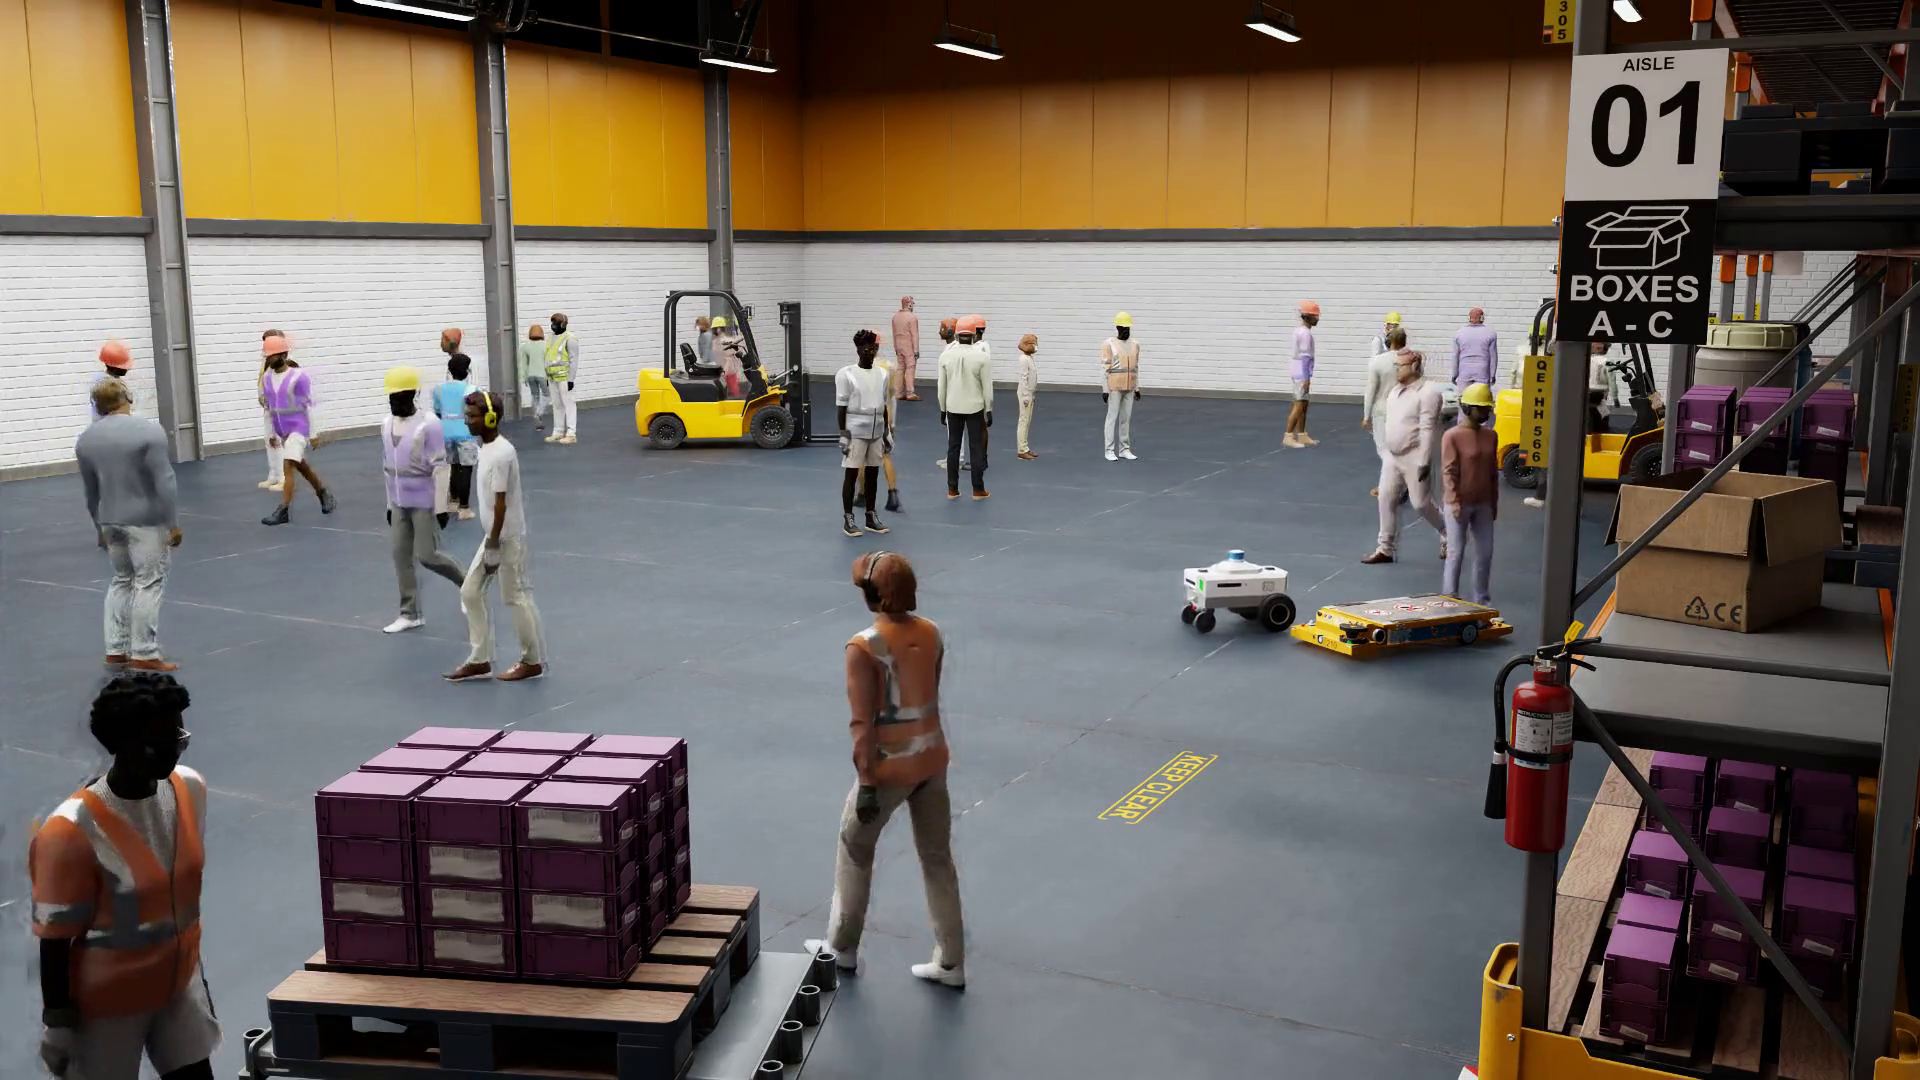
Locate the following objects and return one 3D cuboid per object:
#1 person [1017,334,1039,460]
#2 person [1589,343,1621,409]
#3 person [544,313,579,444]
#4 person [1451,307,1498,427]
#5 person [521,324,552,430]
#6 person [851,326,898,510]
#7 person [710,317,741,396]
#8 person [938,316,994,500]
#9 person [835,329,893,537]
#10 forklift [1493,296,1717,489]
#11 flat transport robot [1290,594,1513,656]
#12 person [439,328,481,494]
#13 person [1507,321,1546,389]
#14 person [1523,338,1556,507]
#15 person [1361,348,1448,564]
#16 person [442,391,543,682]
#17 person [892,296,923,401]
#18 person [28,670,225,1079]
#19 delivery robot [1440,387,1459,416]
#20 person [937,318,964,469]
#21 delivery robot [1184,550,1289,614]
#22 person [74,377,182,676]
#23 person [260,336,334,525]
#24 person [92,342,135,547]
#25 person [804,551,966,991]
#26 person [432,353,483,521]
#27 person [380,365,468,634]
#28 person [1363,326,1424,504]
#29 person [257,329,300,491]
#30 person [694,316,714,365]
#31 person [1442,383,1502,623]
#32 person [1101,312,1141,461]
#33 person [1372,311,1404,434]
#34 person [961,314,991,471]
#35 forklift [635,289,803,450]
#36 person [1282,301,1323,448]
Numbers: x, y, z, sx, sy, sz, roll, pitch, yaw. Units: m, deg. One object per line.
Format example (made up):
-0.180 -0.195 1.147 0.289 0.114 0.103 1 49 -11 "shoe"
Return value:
0.889 -1.871 21.746 0.285 1.632 0.498 2 10 11 "person"
8.287 -1.816 21.548 0.836 1.594 0.519 -3 10 -19 "person"
-5.658 -2.284 23.534 0.636 1.843 0.429 8 13 39 "person"
7.444 -2.407 24.074 0.639 1.902 0.407 4 11 22 "person"
-6.377 -2.450 25.105 0.529 1.618 0.430 2 10 10 "person"
-0.913 -1.259 17.416 0.551 1.952 0.509 -5 11 -28 "person"
-3.587 -2.573 25.553 0.523 1.722 0.915 8 12 38 "person"
0.067 -1.432 18.140 0.622 1.996 0.370 3 10 16 "person"
-0.910 -1.025 15.876 0.600 1.967 0.368 -8 12 -38 "person"
7.296 -1.677 18.993 2.313 2.155 1.214 5 11 27 "forklift"
3.067 0.573 11.533 1.431 0.197 0.652 -5 11 -26 "flat transport robot"
-5.537 -1.436 18.559 0.724 1.864 0.590 -3 10 -15 "person"
7.506 -1.977 21.847 0.407 1.818 0.637 -9 13 -42 "person"
6.215 -1.185 17.279 0.505 1.813 0.886 -4 11 -21 "person"
3.937 -0.721 14.378 0.819 1.882 0.642 -5 11 -25 "person"
-2.958 -0.002 10.304 0.749 1.841 0.572 -5 11 -25 "person"
-0.943 -3.475 30.236 0.409 1.906 0.651 -8 13 -40 "person"
-2.225 1.129 4.286 0.683 1.667 0.545 3 10 18 "person"
7.745 -2.174 26.342 0.707 0.478 0.477 -7 12 -33 "delivery robot"
-0.104 -1.827 20.762 0.337 1.882 0.585 -2 10 -9 "person"
1.973 0.316 11.906 0.707 0.478 0.477 -2 9 -14 "delivery robot"
-5.292 -0.067 10.588 0.669 1.914 0.368 3 10 18 "person"
-6.702 -1.133 16.787 0.554 1.887 1.021 4 11 21 "person"
-7.742 -0.866 15.215 0.400 1.886 0.677 -8 12 -37 "person"
-0.283 0.839 6.117 0.750 1.603 0.570 8 13 39 "person"
-4.983 -1.037 16.732 0.556 1.683 0.483 2 10 14 "person"
-3.842 -0.308 11.902 0.592 1.907 0.678 6 11 31 "person"
4.684 -1.342 17.887 0.632 1.916 0.892 -3 10 -15 "person"
-7.728 -1.474 18.881 0.655 1.833 0.439 9 14 43 "person"
-4.436 -3.069 28.770 0.777 1.587 0.522 -6 11 -29 "person"
3.700 -0.255 12.035 0.538 1.762 0.341 -5 11 -26 "person"
2.103 -1.987 21.562 0.595 1.925 0.374 -6 12 -32 "person"
6.332 -2.449 24.521 0.595 1.828 0.403 -5 11 -29 "person"
0.199 -1.824 20.591 0.354 1.939 0.545 2 10 11 "person"
-3.358 -2.392 23.136 2.313 2.155 1.214 -1 10 -5 "forklift"
4.779 -2.269 22.972 0.688 2.023 0.641 0 10 2 "person"
